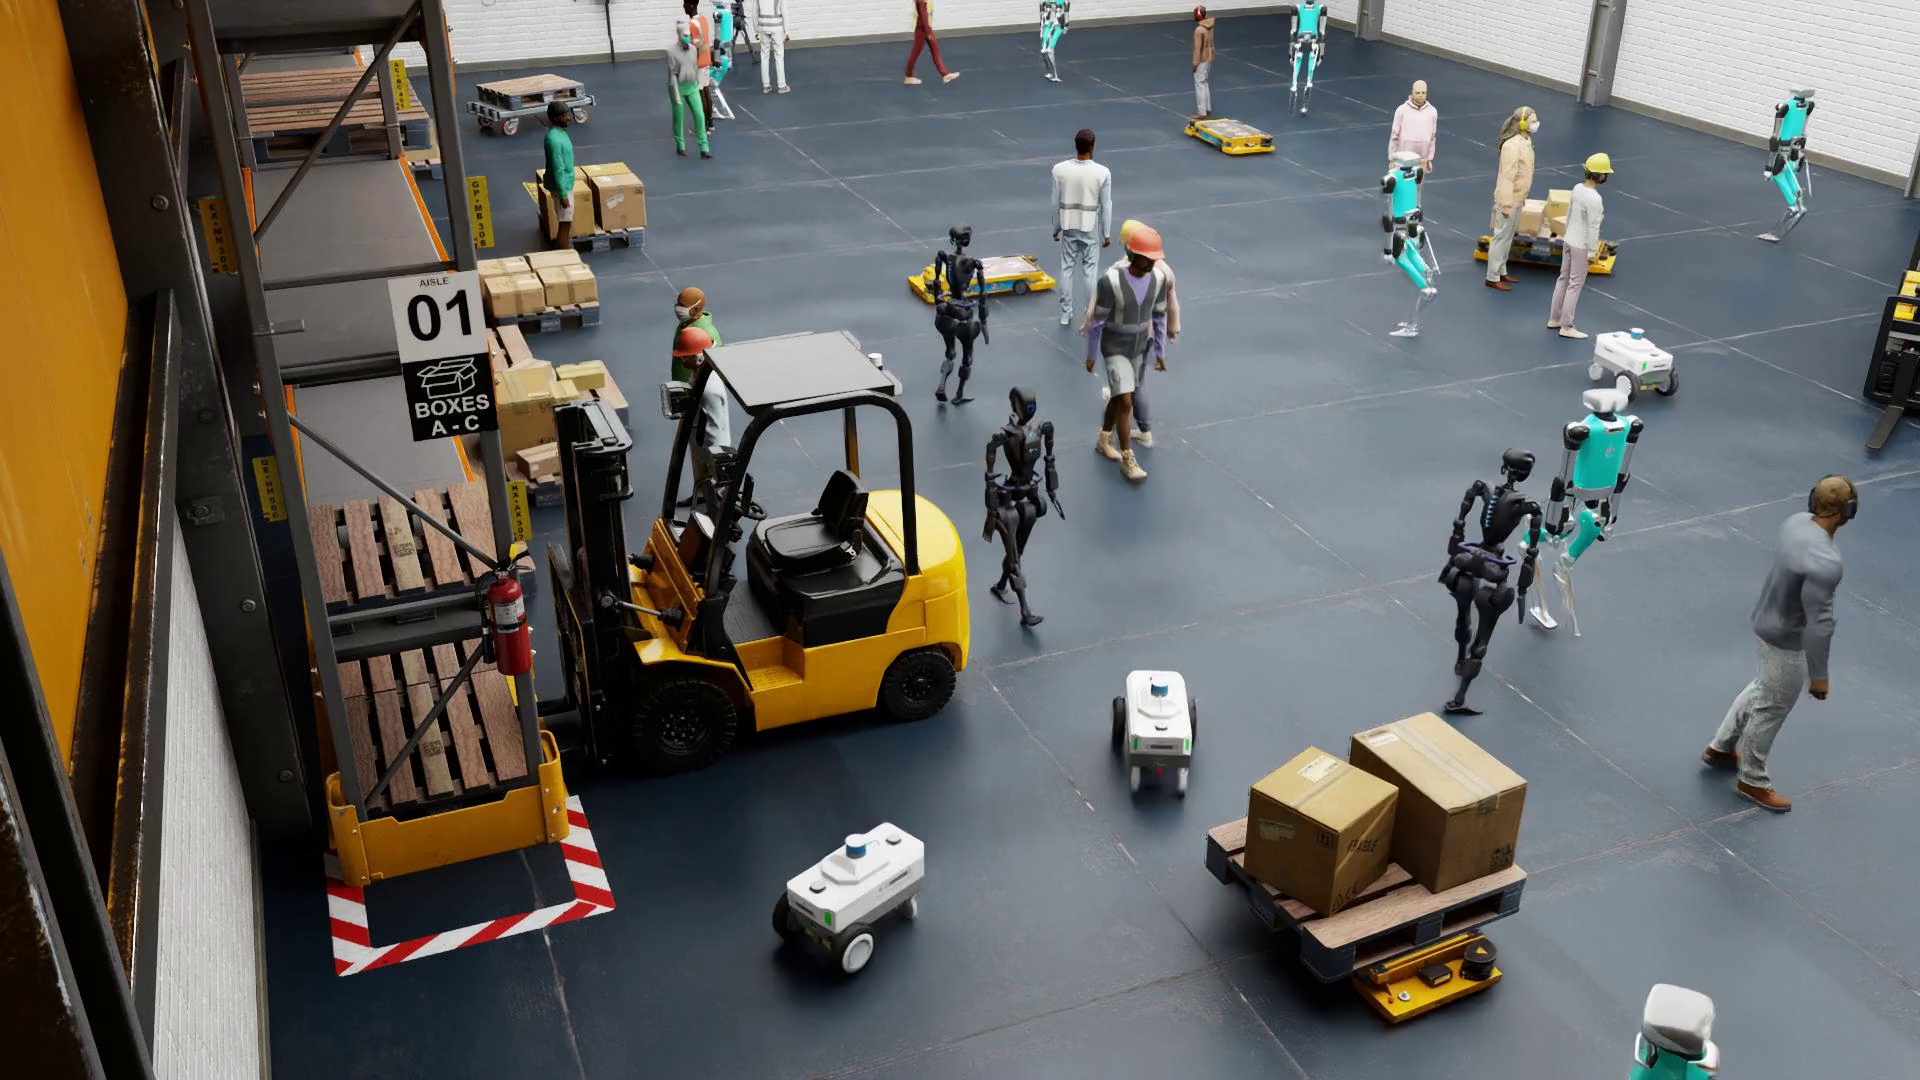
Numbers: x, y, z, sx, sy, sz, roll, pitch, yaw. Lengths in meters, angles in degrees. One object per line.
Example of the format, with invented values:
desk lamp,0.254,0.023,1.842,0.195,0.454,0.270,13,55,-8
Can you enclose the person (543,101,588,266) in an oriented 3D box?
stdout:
person,-4.221,-3.715,17.620,0.379,1.846,0.505,-3,27,-6

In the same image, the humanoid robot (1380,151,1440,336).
humanoid robot,4.370,-2.795,15.899,0.557,1.758,0.763,-20,33,-34

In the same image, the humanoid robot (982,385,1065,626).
humanoid robot,0.434,-0.243,10.935,0.600,1.631,0.736,-16,31,-29

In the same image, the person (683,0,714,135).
person,-3.712,-6.744,23.514,0.362,1.963,0.611,4,27,8

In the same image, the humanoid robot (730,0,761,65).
humanoid robot,-3.684,-8.862,28.072,0.721,1.634,0.586,-5,27,-10

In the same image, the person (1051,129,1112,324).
person,1.175,-3.024,16.168,0.595,1.916,0.375,9,28,18

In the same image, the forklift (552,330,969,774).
forklift,-1.094,0.010,9.831,2.313,2.155,1.214,-10,28,-20

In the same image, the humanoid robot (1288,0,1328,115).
humanoid robot,5.076,-7.053,24.494,0.538,1.887,0.742,6,27,12

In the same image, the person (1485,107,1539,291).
person,5.715,-3.553,17.268,0.409,1.877,0.556,17,31,30

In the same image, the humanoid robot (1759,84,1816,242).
humanoid robot,9.363,-4.131,18.609,0.552,1.835,0.652,-13,30,-24

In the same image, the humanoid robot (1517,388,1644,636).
humanoid robot,3.898,-0.183,10.758,0.539,1.830,0.713,-8,28,-16

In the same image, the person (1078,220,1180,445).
person,1.413,-1.764,13.794,0.758,1.803,0.968,-15,30,-27

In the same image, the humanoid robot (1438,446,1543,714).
humanoid robot,3.161,0.212,10.043,0.660,1.619,0.612,-21,34,-36

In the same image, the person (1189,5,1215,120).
person,3.554,-7.000,24.384,0.329,1.636,0.481,15,30,27

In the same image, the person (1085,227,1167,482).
person,1.354,-1.465,12.976,0.621,1.997,0.910,-15,31,-28

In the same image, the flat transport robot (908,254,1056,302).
flat transport robot,0.229,-2.743,17.444,1.431,0.231,0.659,-9,28,-18

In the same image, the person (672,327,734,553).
person,-1.789,-0.664,11.661,0.347,1.744,0.578,-8,28,-15

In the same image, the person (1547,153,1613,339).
person,5.965,-2.823,15.936,0.324,1.766,0.532,-3,27,-5

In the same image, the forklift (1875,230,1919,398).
forklift,9.029,-2.397,14.618,1.214,2.155,2.313,18,32,32

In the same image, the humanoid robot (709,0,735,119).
humanoid robot,-3.617,-7.025,24.316,0.696,1.782,0.559,7,28,14

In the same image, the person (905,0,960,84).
person,-0.488,-8.144,26.564,0.928,1.718,0.498,6,27,13

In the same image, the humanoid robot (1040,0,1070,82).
humanoid robot,1.439,-8.326,26.937,0.603,1.794,0.837,14,30,26

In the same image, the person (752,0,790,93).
person,-2.952,-7.963,26.027,0.576,1.884,0.347,6,27,12

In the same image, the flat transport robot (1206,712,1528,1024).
flat transport robot,1.984,1.825,8.357,0.659,0.231,1.431,-13,29,-23

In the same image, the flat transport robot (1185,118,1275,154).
flat transport robot,3.758,-5.637,23.200,0.659,0.231,1.431,-9,28,-17

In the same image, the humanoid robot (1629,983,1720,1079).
humanoid robot,2.126,2.230,5.950,0.907,1.779,0.576,13,30,24

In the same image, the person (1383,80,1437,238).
person,5.111,-4.315,18.884,0.522,1.784,0.403,0,27,0

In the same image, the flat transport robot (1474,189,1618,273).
flat transport robot,6.460,-3.188,18.328,1.431,0.231,0.659,12,29,22

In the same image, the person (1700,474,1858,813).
person,4.465,0.563,9.044,0.456,1.922,0.809,7,28,14

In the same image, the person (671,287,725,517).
person,-1.932,-1.015,12.321,0.383,1.784,0.538,-17,31,-30

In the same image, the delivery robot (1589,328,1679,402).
delivery robot,5.994,-1.578,14.815,0.499,0.601,0.805,-8,28,-16

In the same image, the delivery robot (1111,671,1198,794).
delivery robot,1.133,1.065,9.570,0.499,0.611,0.815,1,27,2

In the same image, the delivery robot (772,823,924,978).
delivery robot,-0.534,1.741,8.217,0.511,0.605,0.777,23,35,38

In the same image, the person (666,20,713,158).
person,-3.626,-5.986,22.173,0.504,1.809,0.844,-17,31,-30

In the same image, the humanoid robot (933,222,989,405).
humanoid robot,-0.025,-1.921,14.253,0.583,1.636,0.480,18,32,32
